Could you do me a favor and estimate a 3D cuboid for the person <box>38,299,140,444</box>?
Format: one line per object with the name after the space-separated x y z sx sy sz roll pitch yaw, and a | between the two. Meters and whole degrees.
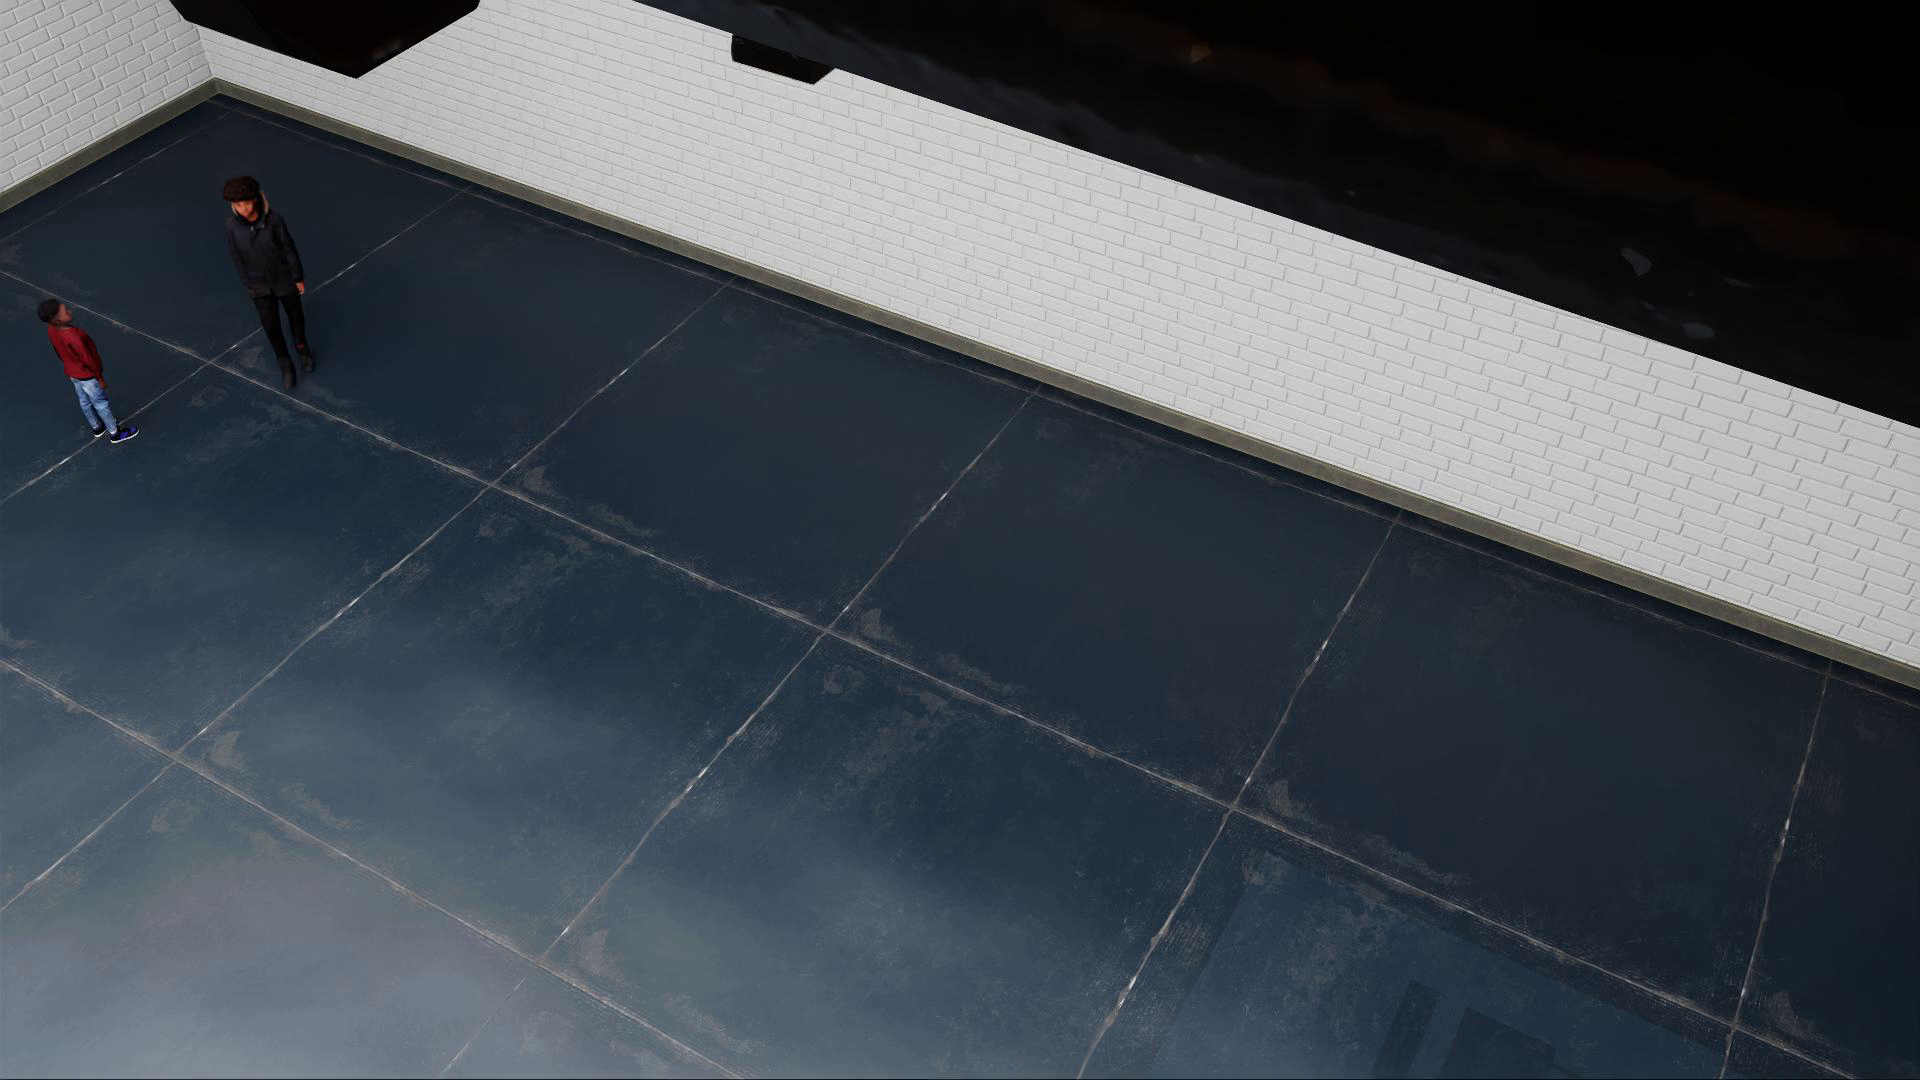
-6.569 -1.269 12.444 0.496 1.255 0.466 22 48 21 | person

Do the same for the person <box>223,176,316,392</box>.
-5.353 -2.089 12.936 0.829 1.763 0.877 -18 46 -18 | person
